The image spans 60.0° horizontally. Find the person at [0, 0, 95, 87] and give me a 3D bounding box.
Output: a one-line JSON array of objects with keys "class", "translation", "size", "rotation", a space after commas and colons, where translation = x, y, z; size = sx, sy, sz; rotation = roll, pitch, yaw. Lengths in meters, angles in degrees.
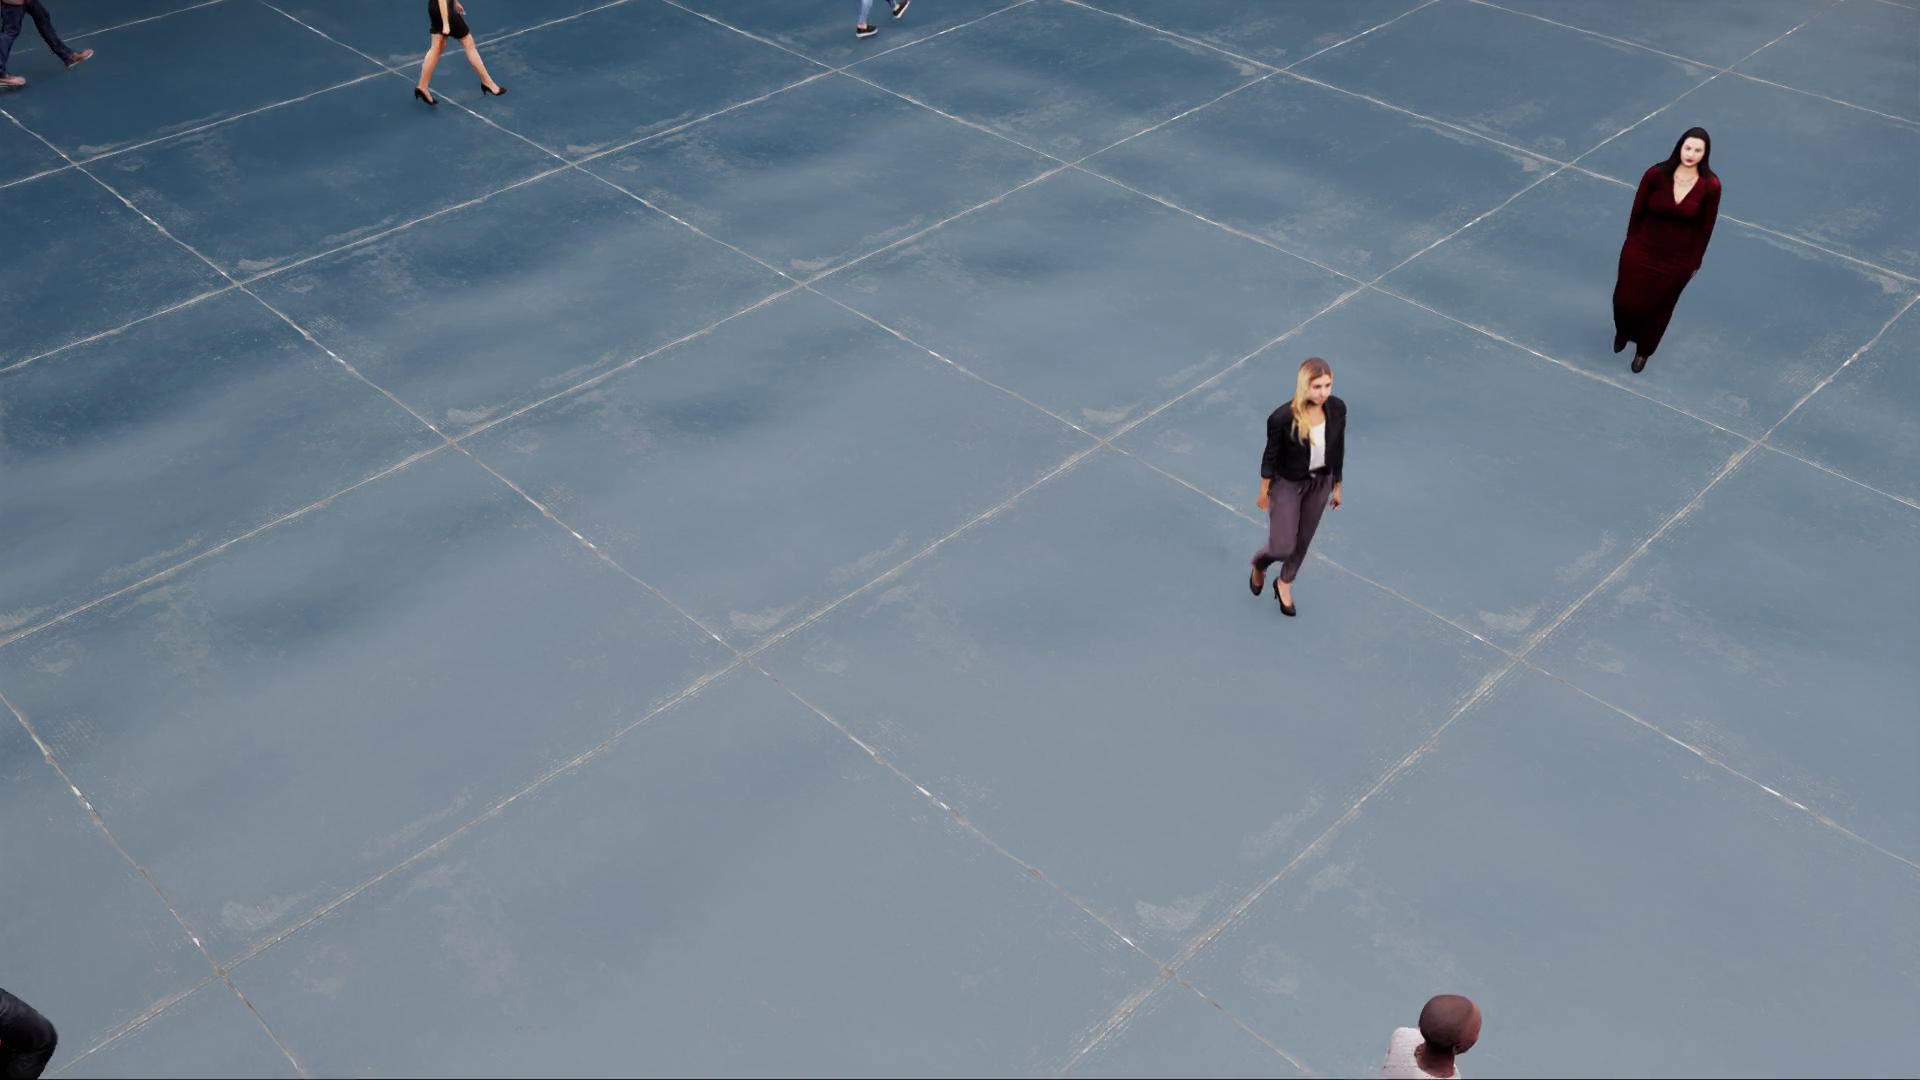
[{"class": "person", "translation": [-8.677, -4.998, 15.054], "size": [1.198, 1.799, 0.754], "rotation": [-31, 47, -34]}]

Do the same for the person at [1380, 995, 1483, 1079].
[{"class": "person", "translation": [1.456, 2.183, 5.650], "size": [1.159, 1.749, 0.979], "rotation": [-9, 38, -11]}]

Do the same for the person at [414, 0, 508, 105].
[{"class": "person", "translation": [-4.637, -4.600, 14.690], "size": [1.083, 1.605, 0.725], "rotation": [-19, 41, -24]}]

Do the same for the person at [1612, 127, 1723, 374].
[{"class": "person", "translation": [4.682, -1.950, 11.088], "size": [0.780, 1.747, 0.794], "rotation": [15, 40, 18]}]

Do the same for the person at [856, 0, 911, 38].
[{"class": "person", "translation": [-0.876, -5.679, 16.075], "size": [0.656, 1.647, 1.023], "rotation": [29, 46, 33]}]

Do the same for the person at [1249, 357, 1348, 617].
[{"class": "person", "translation": [1.793, -0.308, 8.998], "size": [0.692, 1.662, 0.778], "rotation": [-13, 39, -16]}]
